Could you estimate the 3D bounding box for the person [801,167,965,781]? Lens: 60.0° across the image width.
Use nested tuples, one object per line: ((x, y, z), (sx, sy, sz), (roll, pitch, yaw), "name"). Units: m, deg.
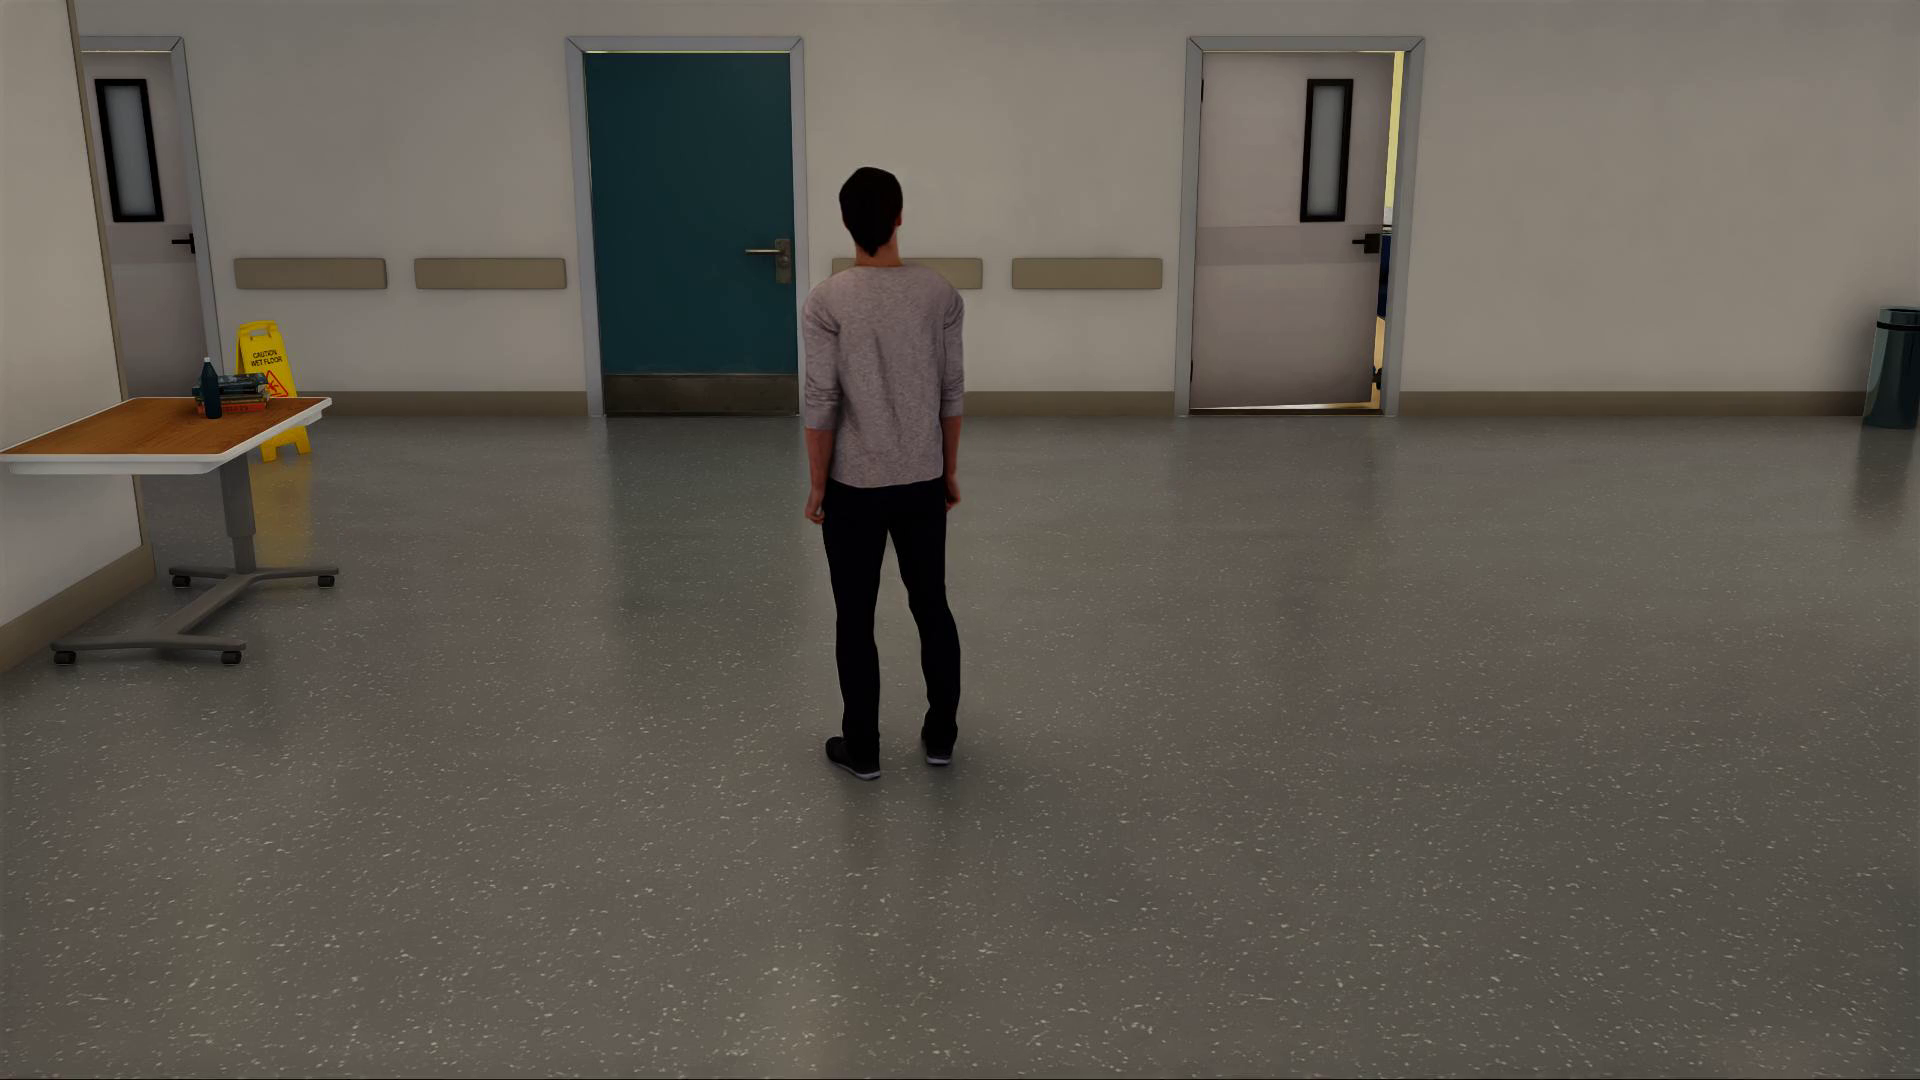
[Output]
((-0.221, -0.186, 5.016), (0.614, 1.842, 0.783), (-6, 17, -20), "person")
